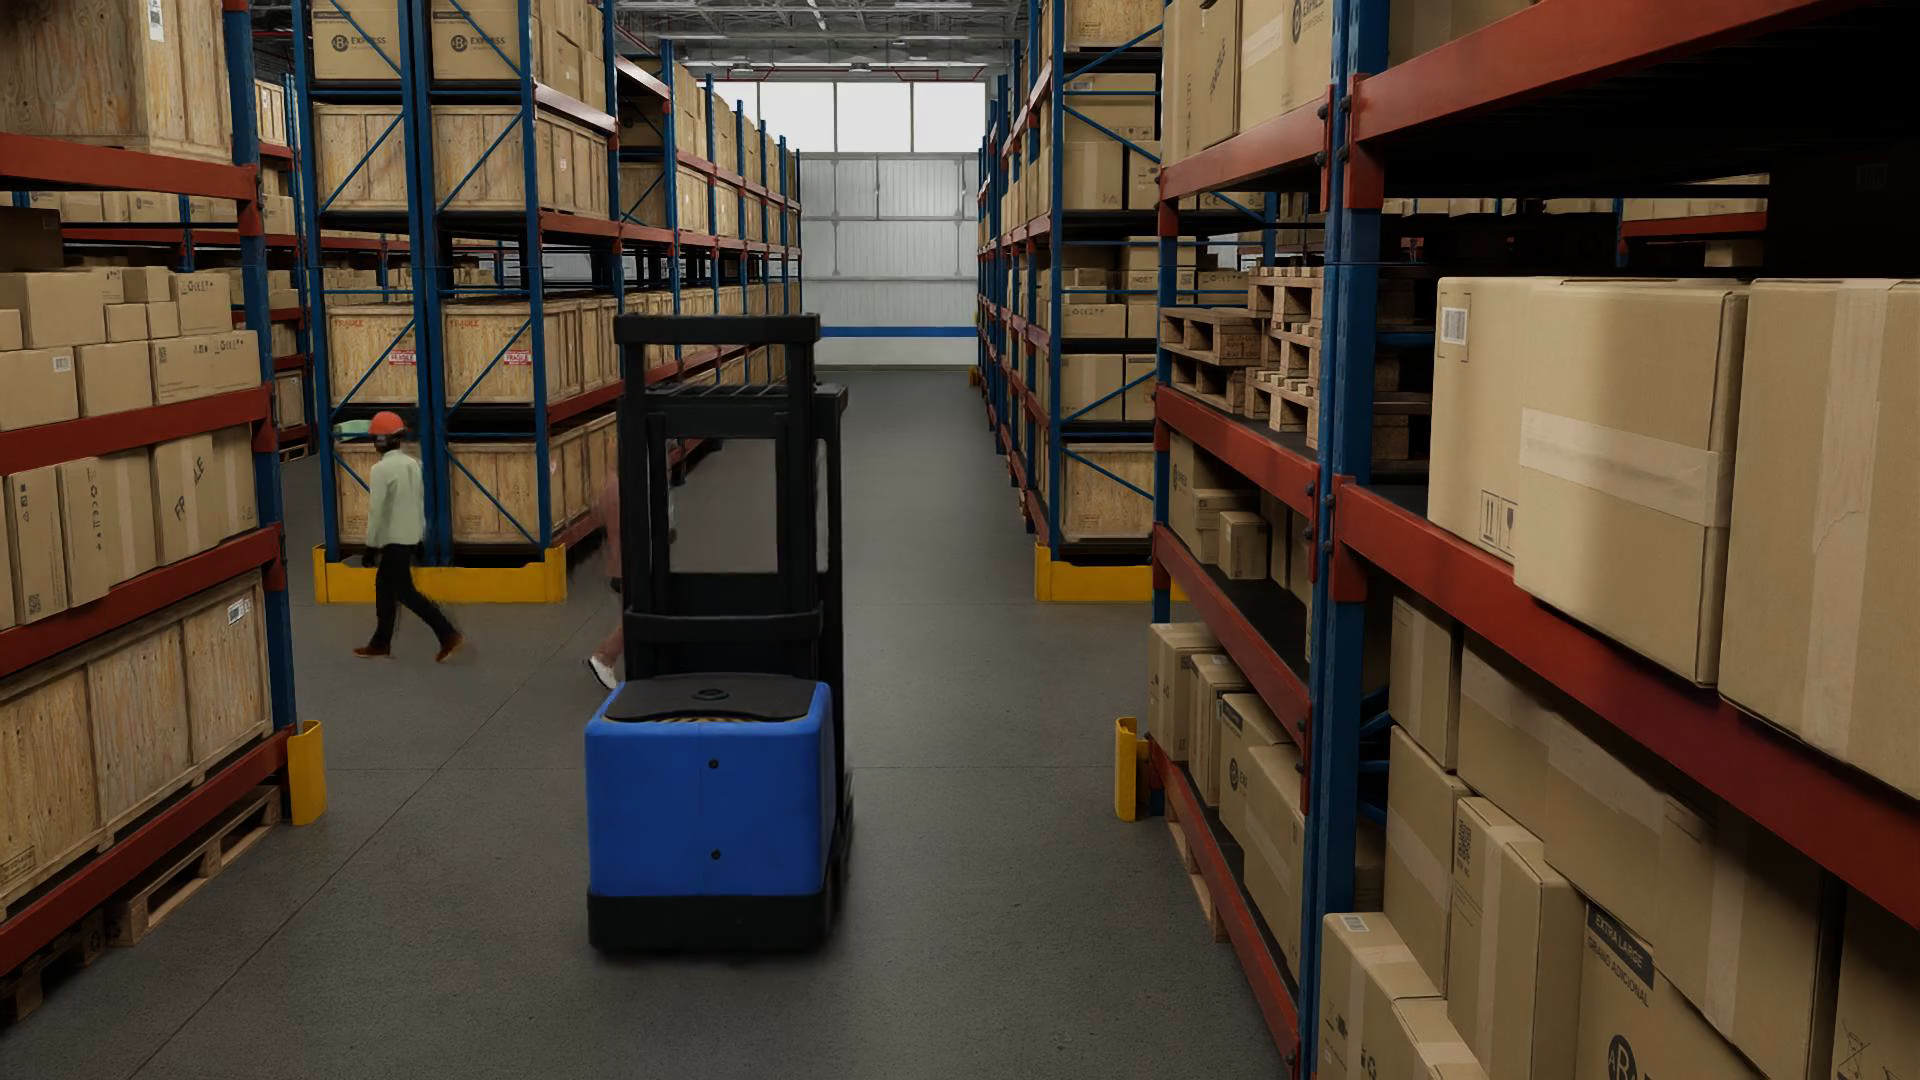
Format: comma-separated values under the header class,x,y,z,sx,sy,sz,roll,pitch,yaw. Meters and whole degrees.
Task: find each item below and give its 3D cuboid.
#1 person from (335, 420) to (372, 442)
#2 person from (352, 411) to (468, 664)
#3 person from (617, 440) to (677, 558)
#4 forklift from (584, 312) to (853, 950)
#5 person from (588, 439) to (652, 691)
class,x,y,z,sx,sy,sz,roll,pitch,yaw
person,-6.572,-0.875,18.438,0.607,1.819,0.757,0,9,-2
person,-4.256,-0.016,12.771,0.944,1.962,0.607,1,9,5
person,-2.473,-0.154,13.404,0.401,2.035,0.602,5,10,26
forklift,-1.126,0.310,7.955,1.129,2.768,1.873,0,9,-1
person,-2.337,0.166,11.872,0.472,1.890,0.636,0,9,2
